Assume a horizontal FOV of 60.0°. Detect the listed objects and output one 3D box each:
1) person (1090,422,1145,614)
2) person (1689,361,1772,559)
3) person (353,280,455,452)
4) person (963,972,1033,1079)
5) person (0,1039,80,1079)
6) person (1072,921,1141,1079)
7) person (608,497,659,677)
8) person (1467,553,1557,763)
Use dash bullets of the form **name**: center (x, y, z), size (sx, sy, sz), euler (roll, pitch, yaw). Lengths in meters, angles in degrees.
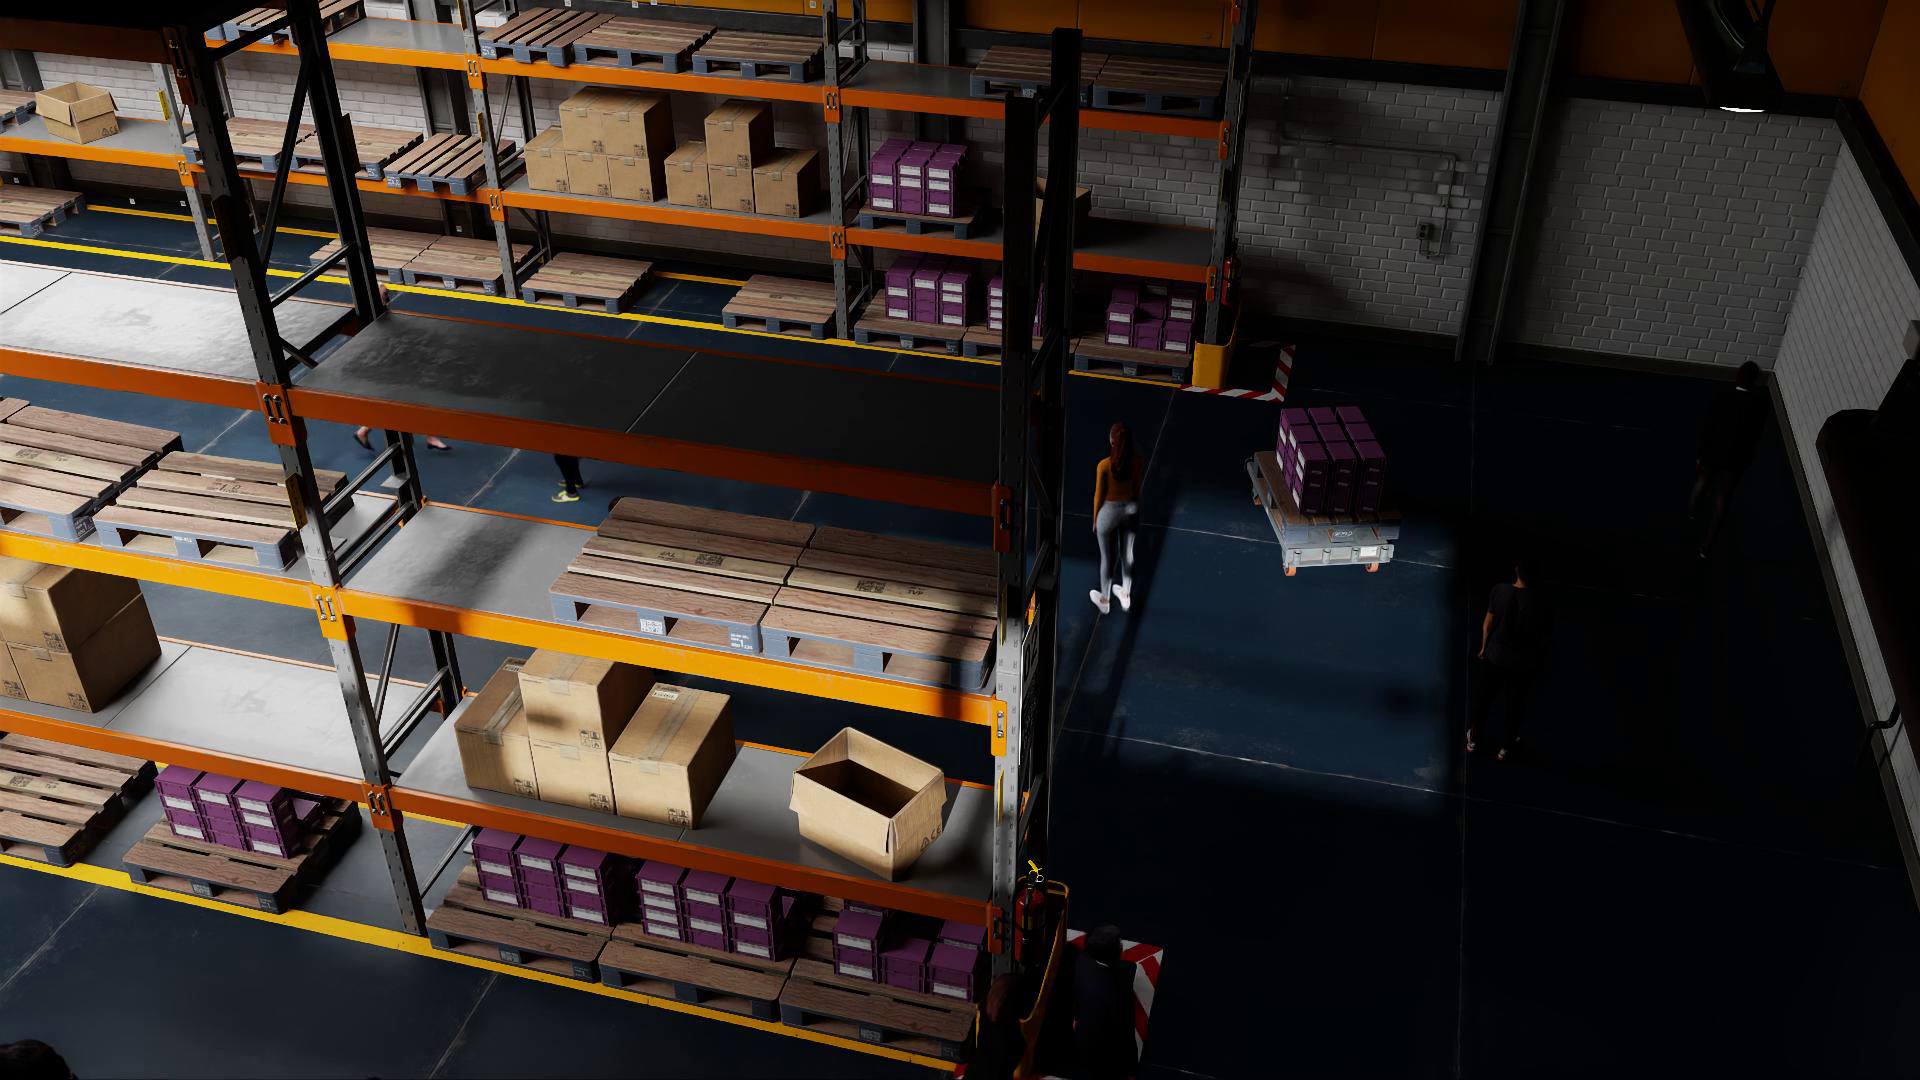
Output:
- **person**: center (1.303, -0.187, 13.624), size (0.630, 1.748, 0.717), euler (-9, 35, -13)
- **person**: center (6.612, -0.654, 14.317), size (1.061, 1.758, 0.761), euler (11, 35, 15)
- **person**: center (-5.408, -1.564, 15.653), size (1.215, 1.794, 0.838), euler (-1, 34, -2)
- **person**: center (0.100, 2.975, 8.930), size (0.956, 1.677, 0.857), euler (-13, 36, -19)
- **person**: center (-4.559, 3.177, 8.580), size (0.703, 1.729, 0.698), euler (-7, 34, -11)
- **person**: center (0.719, 2.832, 9.178), size (1.178, 1.640, 1.048), euler (-13, 36, -19)
- **person**: center (-2.491, 0.395, 12.827), size (0.661, 1.660, 0.715), euler (10, 35, 14)
- **person**: center (3.987, 0.847, 12.052), size (0.569, 1.764, 0.740), euler (17, 37, 24)
